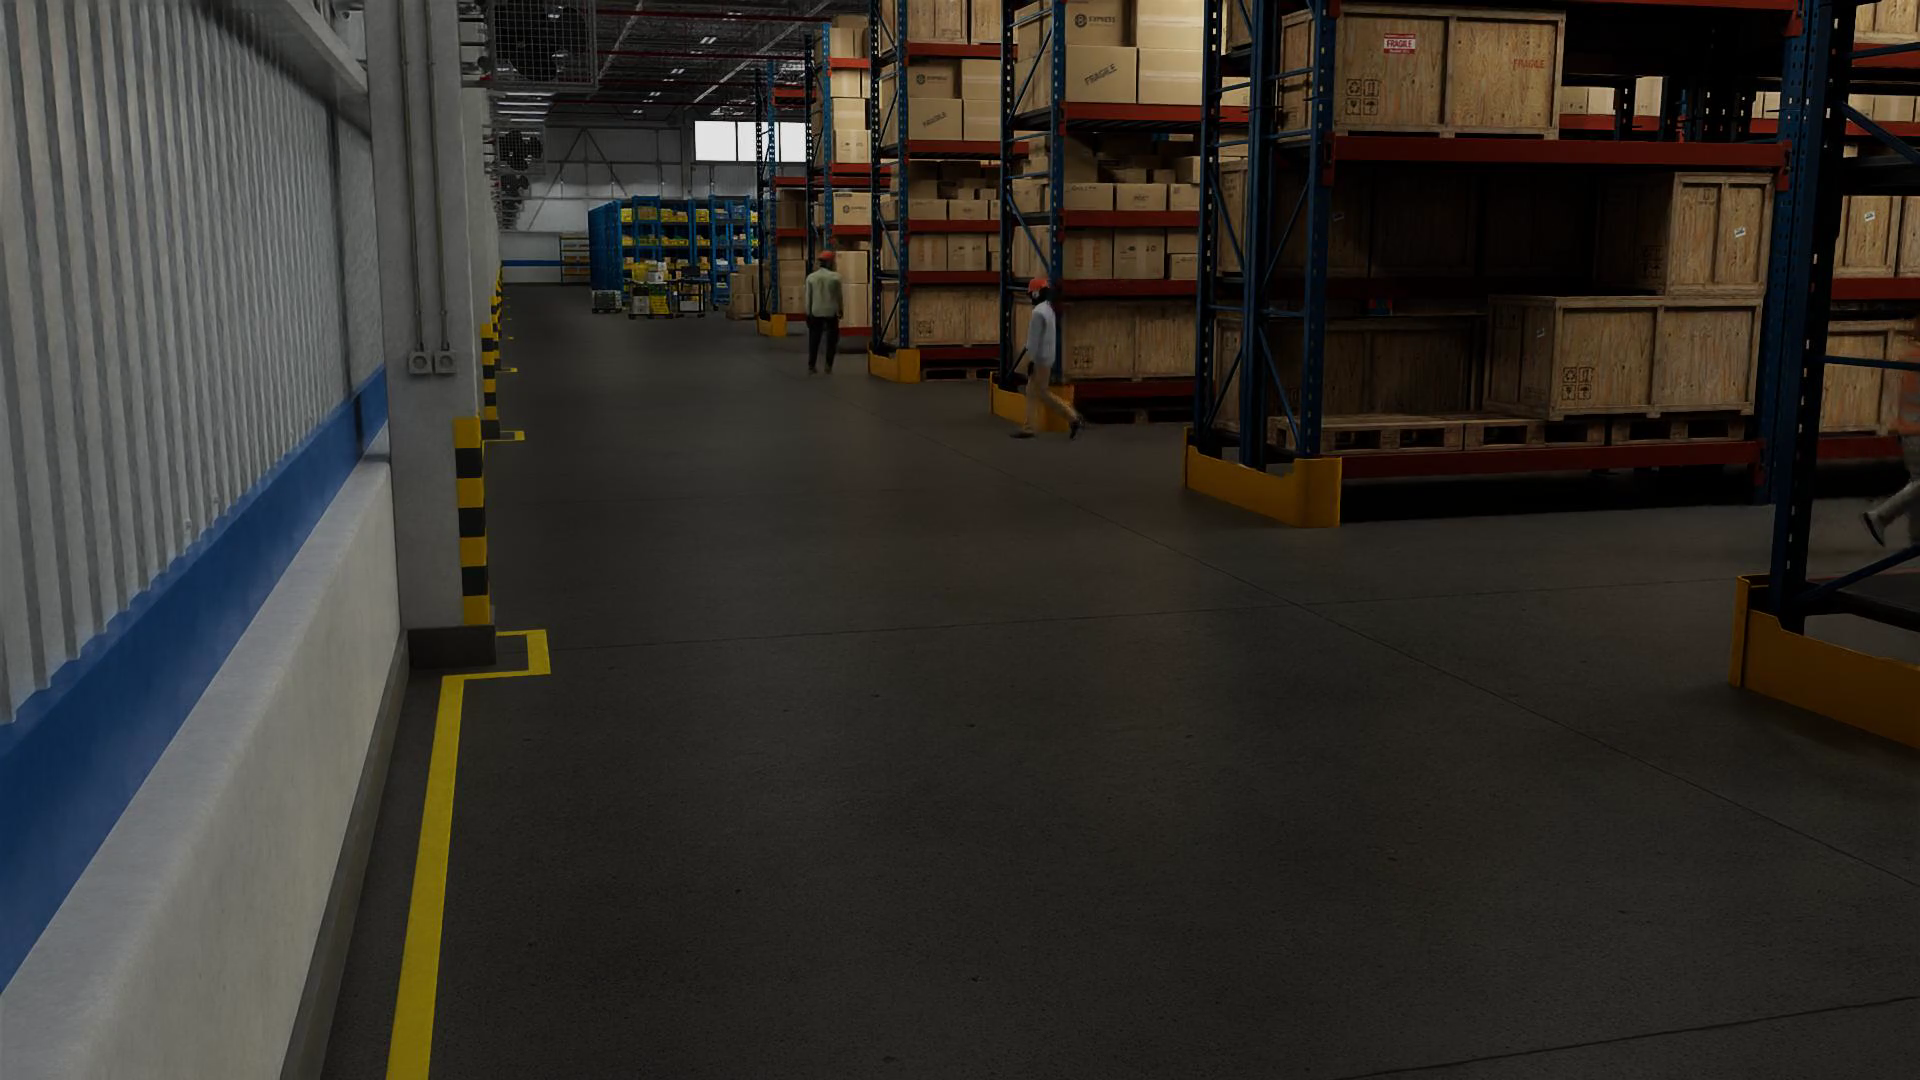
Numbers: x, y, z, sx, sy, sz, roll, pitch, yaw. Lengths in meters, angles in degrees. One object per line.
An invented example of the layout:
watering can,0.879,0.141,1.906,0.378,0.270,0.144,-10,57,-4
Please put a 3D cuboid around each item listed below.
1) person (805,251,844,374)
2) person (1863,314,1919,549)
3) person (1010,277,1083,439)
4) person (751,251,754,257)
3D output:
person,-2.152,-3.610,26.440,0.626,1.953,0.490,4,11,20
person,6.292,-0.713,10.940,0.530,1.624,0.527,1,10,4
person,0.915,-1.891,17.418,0.731,1.705,0.589,2,10,11
person,-9.126,-11.892,73.660,0.564,1.838,0.390,-2,10,-13
